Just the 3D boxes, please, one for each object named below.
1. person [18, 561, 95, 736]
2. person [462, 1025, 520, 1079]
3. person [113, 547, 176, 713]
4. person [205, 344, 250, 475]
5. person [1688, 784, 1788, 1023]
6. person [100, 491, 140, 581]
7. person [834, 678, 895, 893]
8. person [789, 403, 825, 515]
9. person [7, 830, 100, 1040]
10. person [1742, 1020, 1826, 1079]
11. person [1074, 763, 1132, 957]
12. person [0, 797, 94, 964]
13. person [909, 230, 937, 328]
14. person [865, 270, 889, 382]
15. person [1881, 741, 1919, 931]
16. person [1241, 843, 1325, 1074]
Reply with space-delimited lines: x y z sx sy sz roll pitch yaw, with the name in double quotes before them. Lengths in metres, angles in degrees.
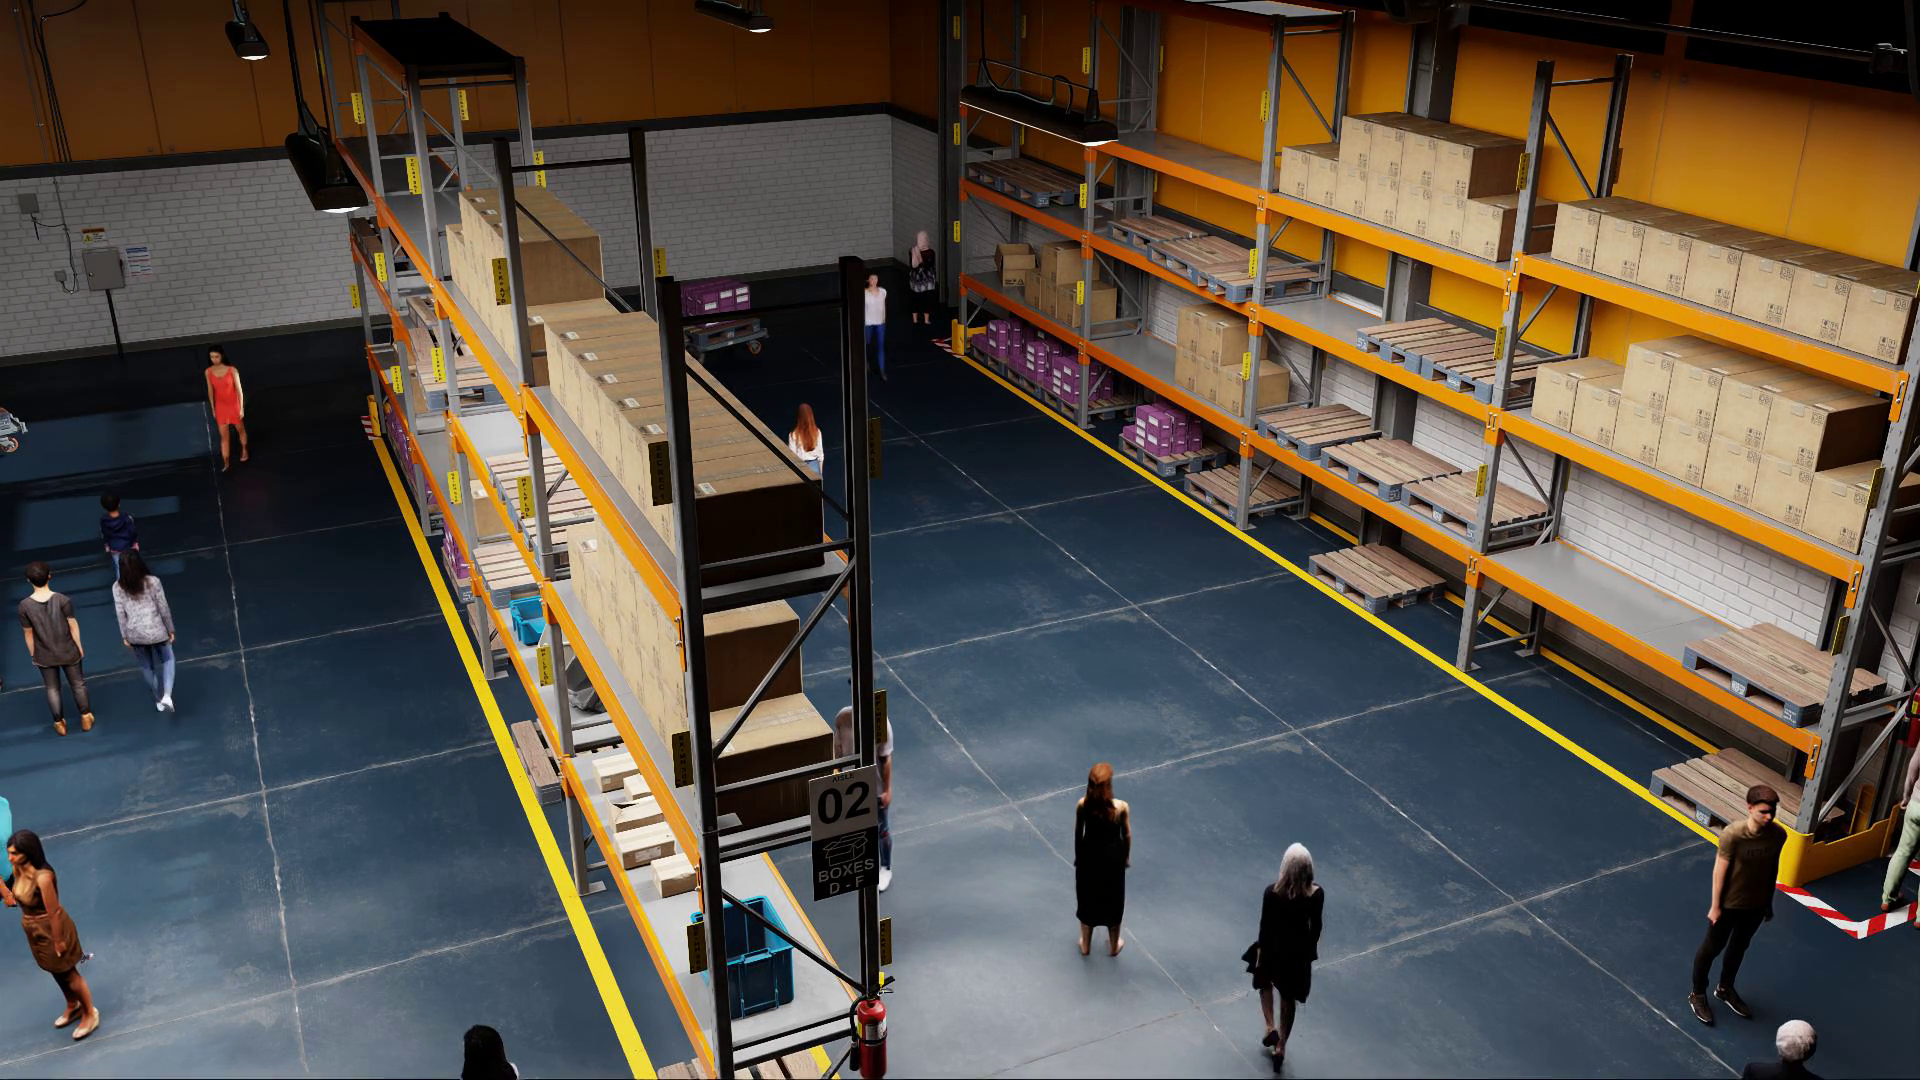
"person" -8.404 1.004 15.468 0.621 1.711 0.565 -8 25 -17
"person" -2.621 3.590 9.564 1.196 1.702 1.066 11 26 23
"person" -7.678 0.907 15.681 0.663 1.717 0.884 -8 25 -18
"person" -9.547 -1.736 21.802 0.776 1.659 1.216 -5 24 -11
"person" 5.517 2.542 11.773 0.710 1.852 0.647 -5 24 -11
"person" -9.236 0.059 18.256 0.646 1.210 0.792 -4 24 -9
"person" -0.747 1.898 13.205 0.734 1.887 0.809 10 25 21
"person" -1.795 -0.789 19.547 0.584 1.728 0.524 -9 25 -19
"person" -6.325 2.728 11.559 0.609 1.684 0.705 15 28 30
"person" 4.465 3.391 9.072 1.061 1.767 0.957 18 29 35
"person" 1.050 2.386 12.413 0.678 1.625 0.710 2 24 5
"person" -7.106 2.462 12.124 1.082 1.719 1.204 1 24 3
"person" -0.639 -4.395 27.913 0.743 1.635 0.790 5 24 11
"person" -1.362 -3.278 25.346 0.656 1.645 1.119 -9 25 -20
"person" 7.465 2.102 12.755 0.754 1.872 0.533 -13 27 -26
"person" 2.210 2.859 11.195 0.759 1.734 0.796 -1 24 -1
